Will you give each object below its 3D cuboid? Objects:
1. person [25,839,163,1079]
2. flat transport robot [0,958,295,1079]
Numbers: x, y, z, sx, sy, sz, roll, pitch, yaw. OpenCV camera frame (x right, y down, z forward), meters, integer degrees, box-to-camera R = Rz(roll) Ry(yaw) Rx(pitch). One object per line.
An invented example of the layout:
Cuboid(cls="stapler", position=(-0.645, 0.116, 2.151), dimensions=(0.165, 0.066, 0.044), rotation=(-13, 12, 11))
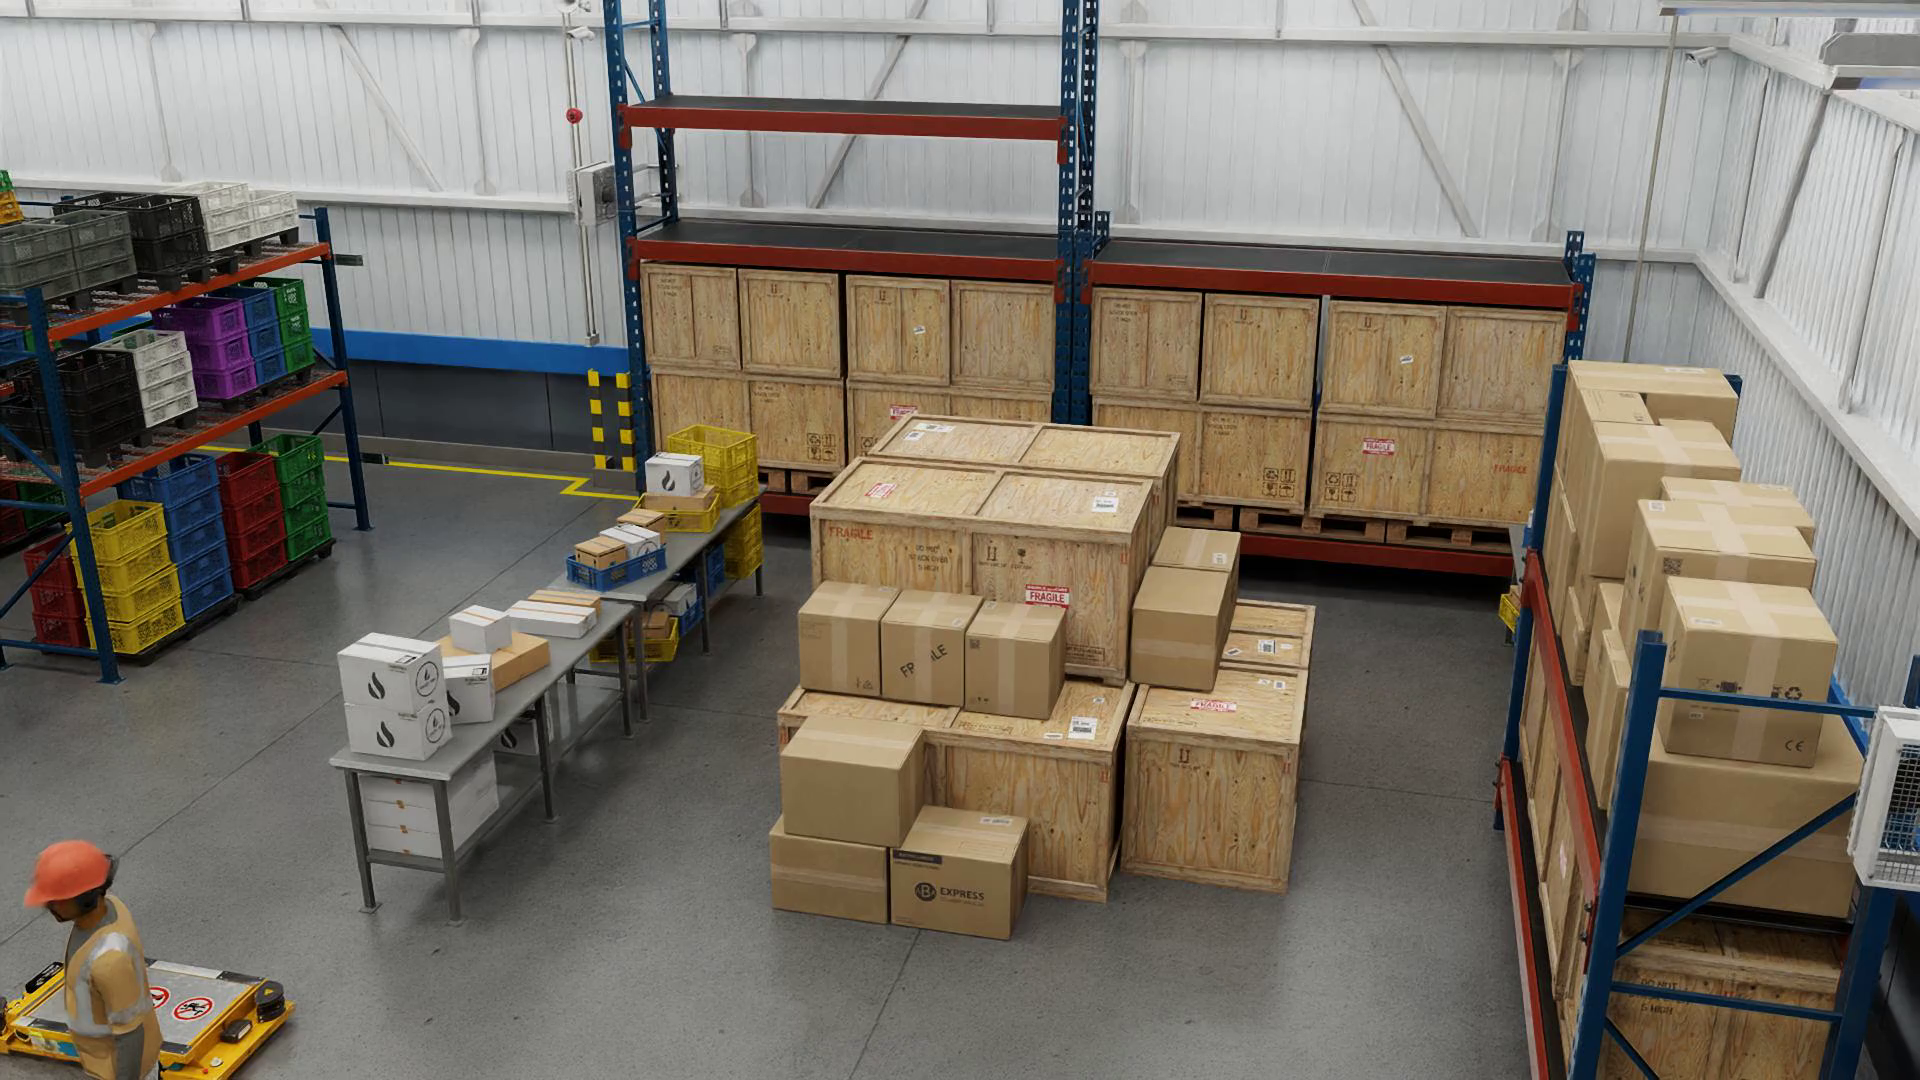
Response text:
Cuboid(cls="person", position=(-3.535, 2.146, 6.951), dimensions=(0.367, 2.044, 0.607), rotation=(-14, 25, -32))
Cuboid(cls="flat transport robot", position=(-4.270, 2.464, 8.601), dimensions=(1.431, 0.231, 0.659), rotation=(5, 22, 13))
